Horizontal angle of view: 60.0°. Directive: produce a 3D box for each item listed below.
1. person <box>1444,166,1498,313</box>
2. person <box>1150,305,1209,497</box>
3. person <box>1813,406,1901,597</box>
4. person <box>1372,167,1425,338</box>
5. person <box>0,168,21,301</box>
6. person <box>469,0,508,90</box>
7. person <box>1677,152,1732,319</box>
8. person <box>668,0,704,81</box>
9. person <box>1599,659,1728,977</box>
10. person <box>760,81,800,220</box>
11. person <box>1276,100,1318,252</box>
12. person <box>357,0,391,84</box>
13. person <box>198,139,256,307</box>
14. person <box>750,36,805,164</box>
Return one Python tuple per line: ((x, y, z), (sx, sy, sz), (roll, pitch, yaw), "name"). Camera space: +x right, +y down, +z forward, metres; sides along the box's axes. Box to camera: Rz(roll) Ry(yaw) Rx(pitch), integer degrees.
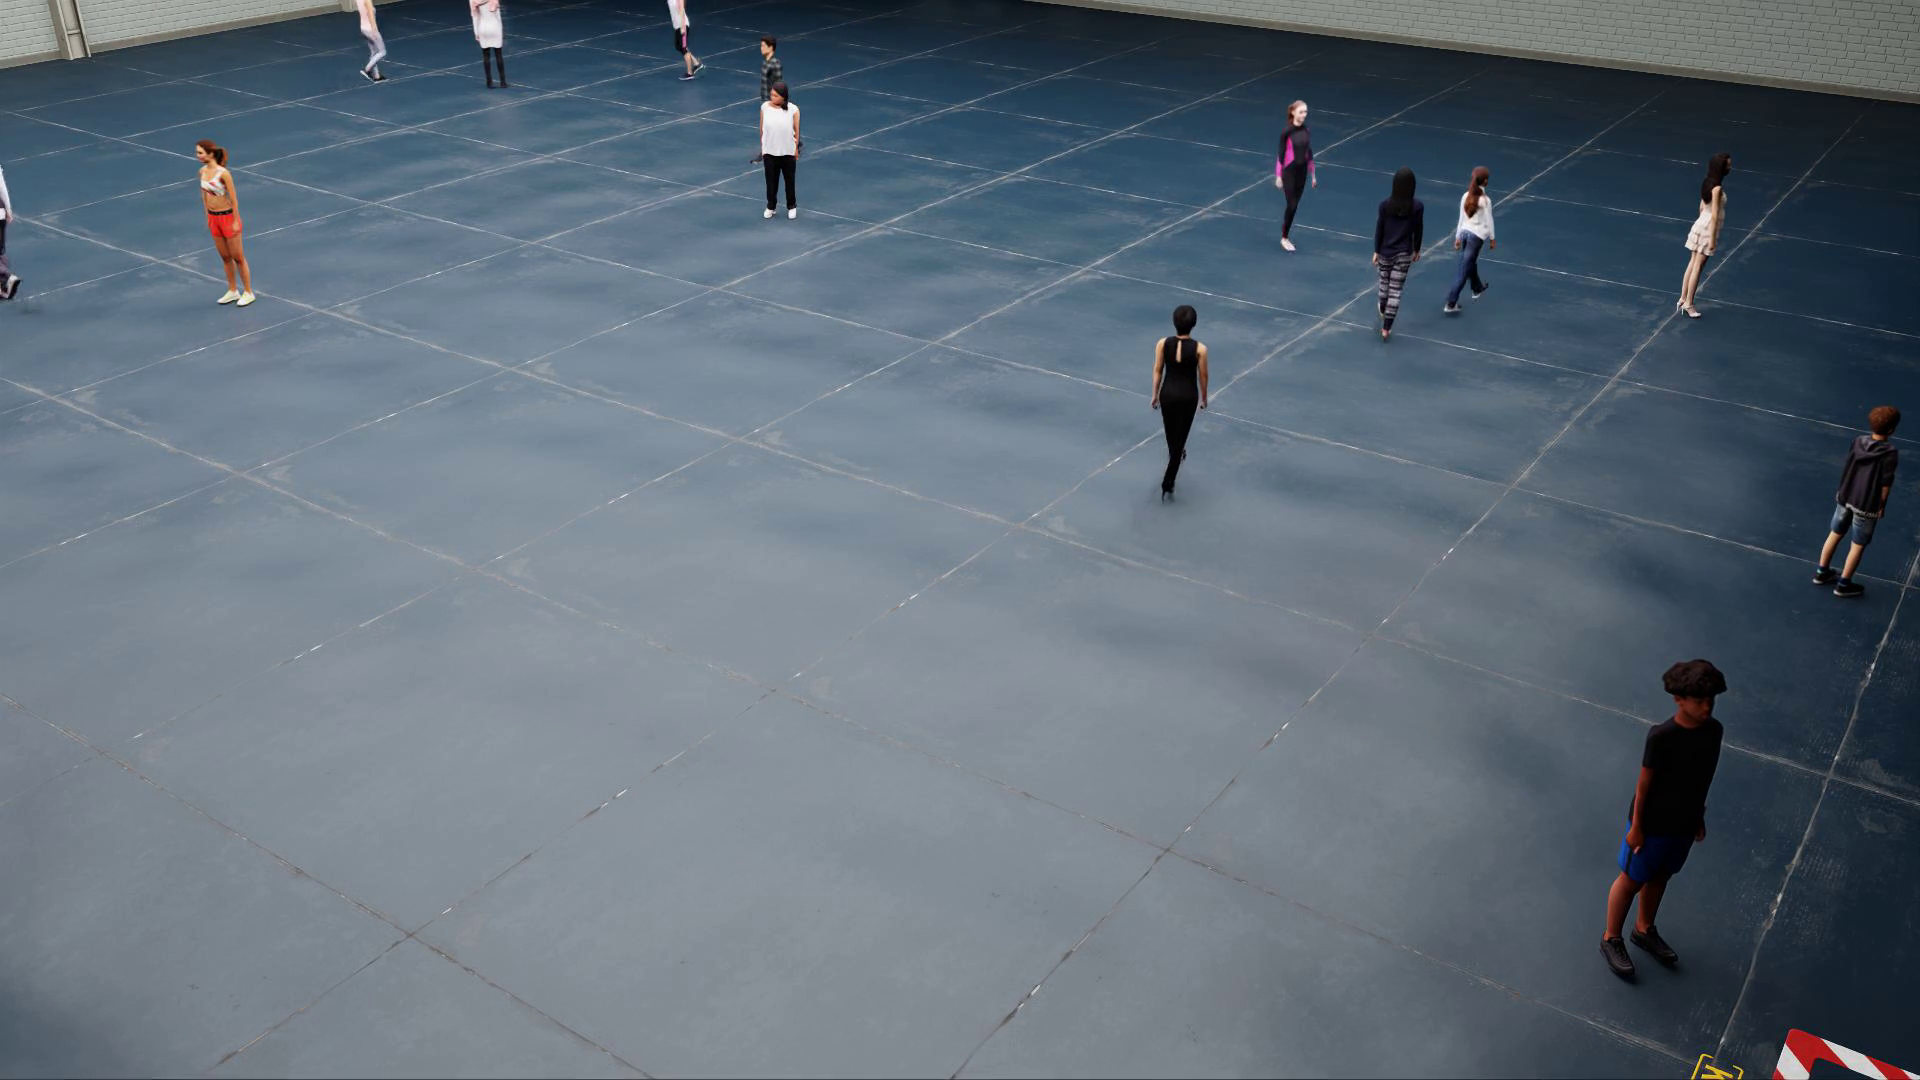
((5.359, -3.139, 17.580), (1.117, 1.510, 0.780), (-17, 32, -30), "person")
((1.763, -1.093, 13.564), (0.762, 1.551, 1.101), (10, 29, 19), "person")
((6.567, -0.296, 12.134), (0.651, 1.443, 0.624), (-11, 29, -21), "person")
((4.426, -2.879, 16.888), (0.901, 1.682, 1.166), (6, 28, 11), "person")
((-10.377, -3.406, 17.776), (0.737, 1.807, 0.854), (18, 32, 32), "person")
((-7.778, -8.390, 27.460), (0.715, 1.802, 0.787), (-7, 28, -13), "person")
((7.813, -3.208, 17.470), (0.722, 1.735, 0.615), (3, 27, 6), "person")
((-4.651, -8.627, 27.979), (0.945, 1.748, 0.846), (-10, 29, -19), "person")
((3.584, 1.392, 8.465), (0.694, 1.800, 0.774), (-9, 29, -17), "person")
((-2.250, -4.880, 20.767), (0.751, 1.689, 0.756), (5, 28, 9), "person")
((3.902, -4.321, 19.627), (0.736, 1.739, 0.781), (-14, 30, -25), "person")
((-9.892, -8.459, 27.689), (0.792, 1.716, 0.648), (-23, 35, -37), "person")
((-7.864, -3.407, 17.797), (0.607, 1.789, 0.586), (11, 29, 20), "person")
((-2.493, -6.012, 22.682), (1.170, 1.696, 1.033), (-11, 29, -20), "person")
